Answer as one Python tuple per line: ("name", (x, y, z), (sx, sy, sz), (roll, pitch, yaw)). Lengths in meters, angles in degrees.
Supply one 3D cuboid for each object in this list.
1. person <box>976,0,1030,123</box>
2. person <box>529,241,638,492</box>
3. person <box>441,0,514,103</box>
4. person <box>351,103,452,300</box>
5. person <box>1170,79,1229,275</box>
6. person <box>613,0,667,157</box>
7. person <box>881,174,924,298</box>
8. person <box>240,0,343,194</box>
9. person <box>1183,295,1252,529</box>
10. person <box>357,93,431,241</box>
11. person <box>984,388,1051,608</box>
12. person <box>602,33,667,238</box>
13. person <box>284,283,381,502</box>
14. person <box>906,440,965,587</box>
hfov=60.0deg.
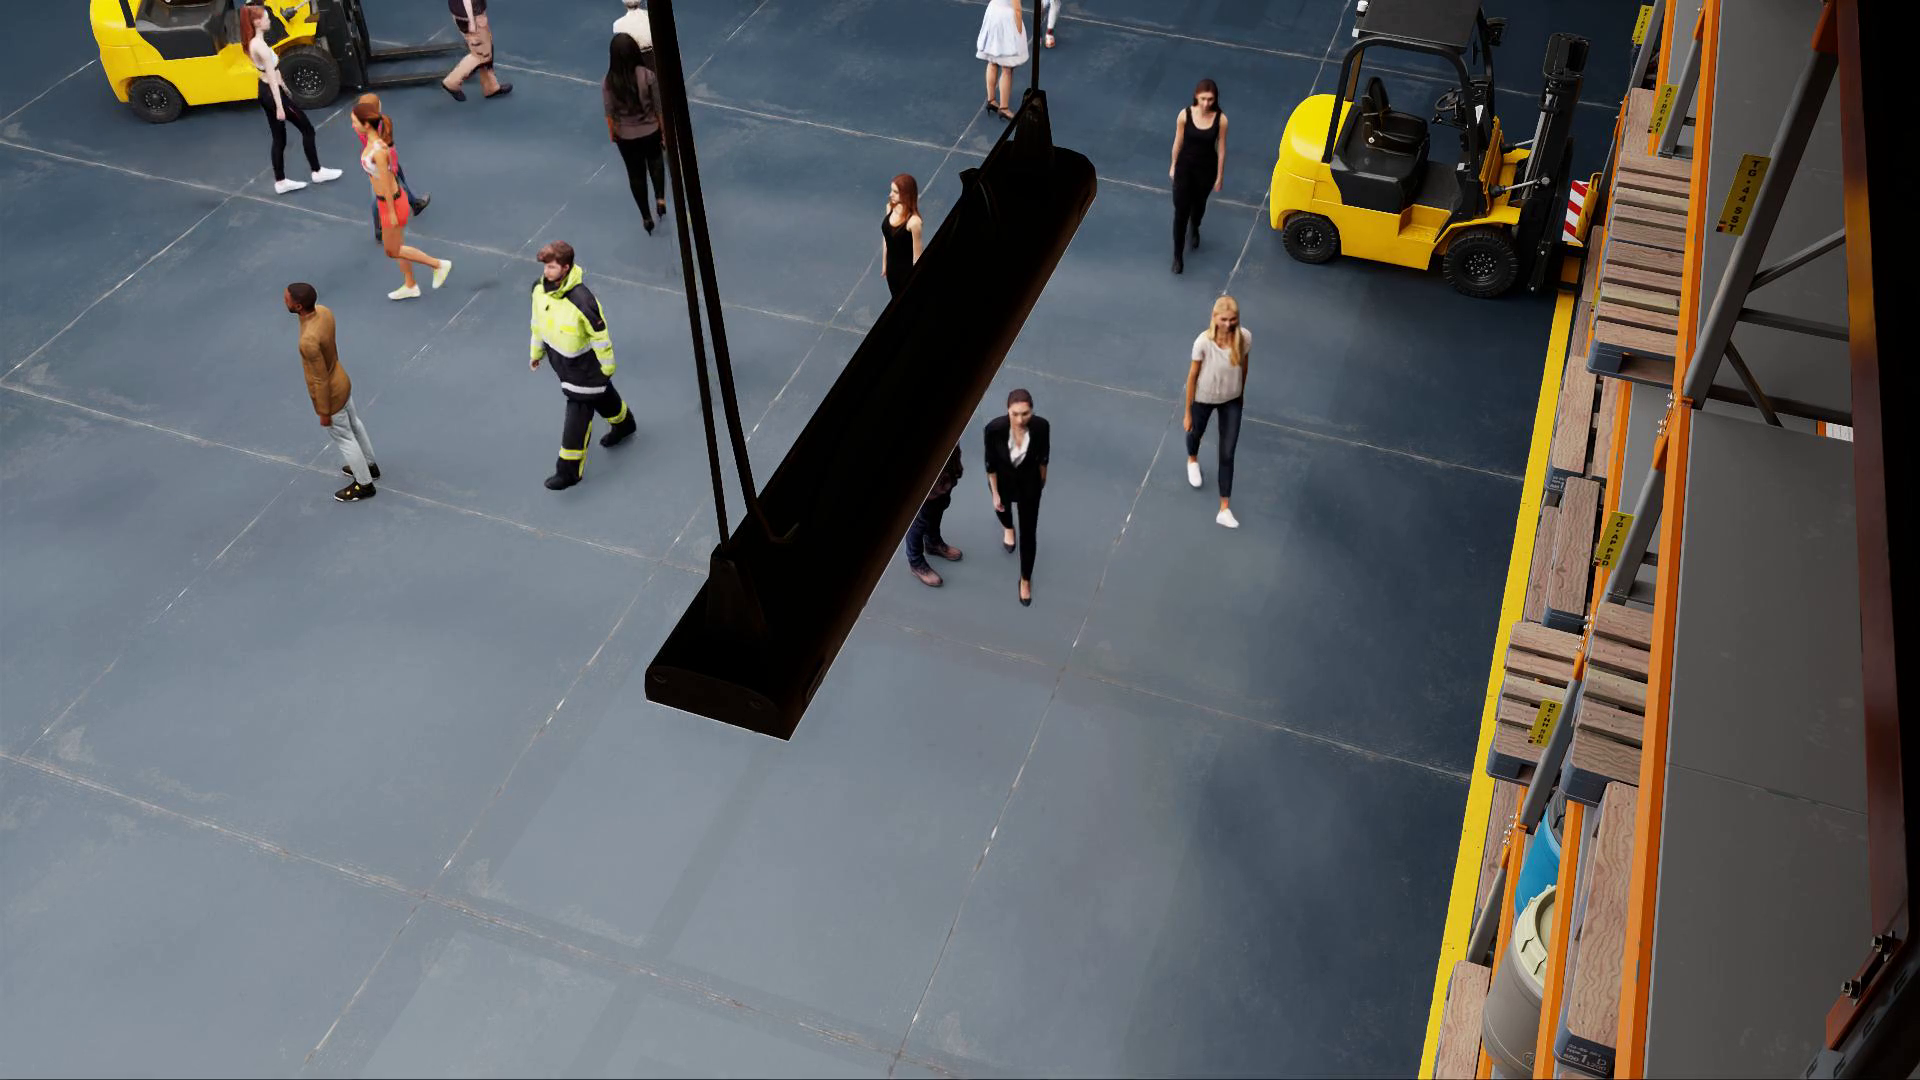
("person", (0.411, -4.832, 15.746), (0.890, 1.813, 0.844), (-29, 51, -27))
("person", (-2.687, -1.356, 12.012), (1.074, 1.930, 1.338), (32, 52, 29))
("person", (-4.804, -5.036, 15.961), (1.042, 1.812, 0.998), (-15, 46, -15))
("person", (-4.556, -2.740, 13.576), (0.899, 1.778, 0.851), (-15, 46, -15))
("person", (2.019, -3.149, 14.100), (0.744, 1.647, 1.081), (6, 44, 6))
("person", (-2.834, -4.201, 15.135), (0.800, 1.743, 0.866), (-21, 48, -21))
("person", (-0.421, -2.087, 12.928), (0.658, 1.726, 0.641), (-29, 51, -27))
("person", (-6.201, -3.891, 14.823), (0.962, 1.723, 0.867), (-24, 48, -23))
("person", (1.773, -1.022, 11.777), (0.972, 1.771, 1.216), (-5, 44, -5))
("person", (-5.057, -3.224, 14.441), (0.512, 1.285, 0.887), (13, 45, 14))
("person", (0.358, -0.429, 11.273), (0.820, 1.608, 1.126), (0, 44, 0))
("person", (-2.740, -3.402, 14.236), (0.813, 1.825, 0.864), (-9, 44, -9))
("person", (-4.453, -1.062, 11.786), (0.781, 1.816, 0.636), (-3, 44, -4))
("person", (-0.190, -0.509, 11.185), (0.858, 1.845, 0.660), (21, 48, 21))
